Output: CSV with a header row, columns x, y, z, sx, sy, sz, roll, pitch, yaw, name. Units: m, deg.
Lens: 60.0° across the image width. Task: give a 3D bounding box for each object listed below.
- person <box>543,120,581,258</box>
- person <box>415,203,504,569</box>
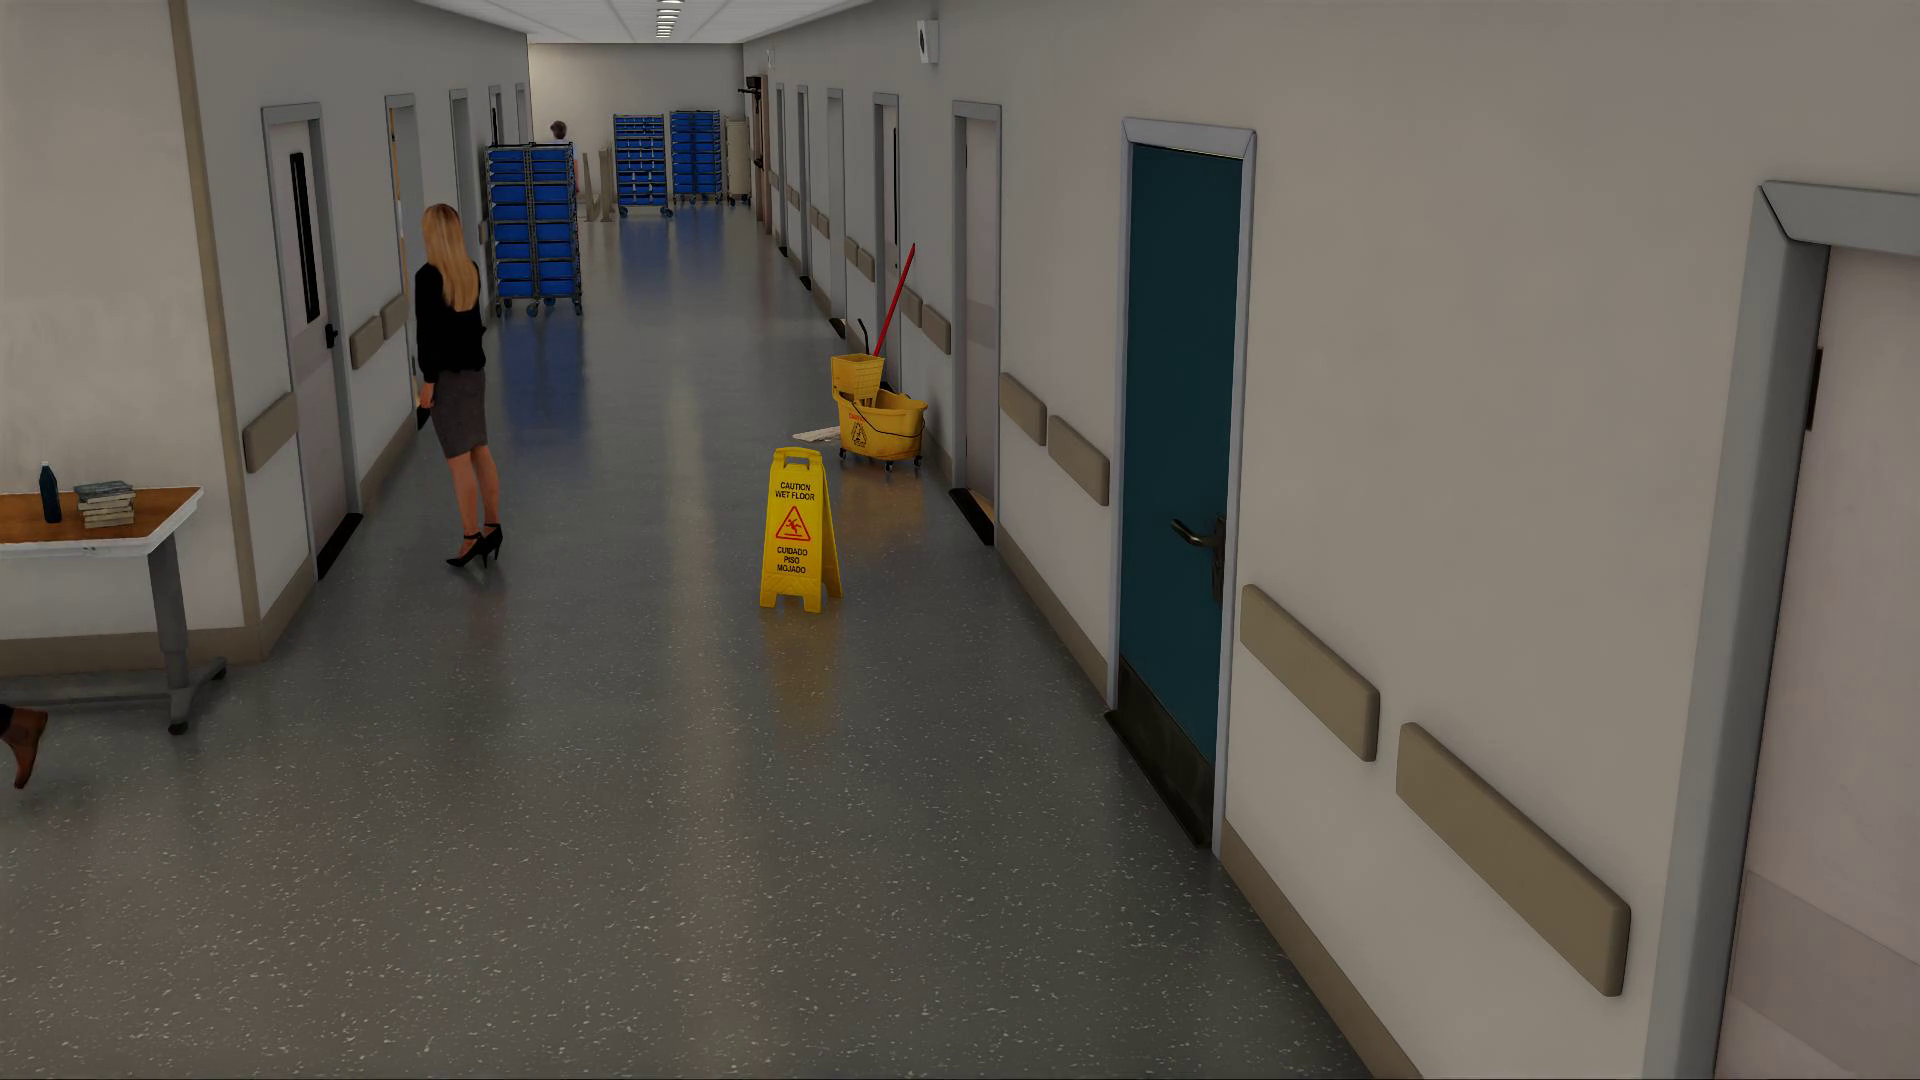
x,y,z,sx,sy,sz,roll,pitch,yaw,name
-5.444,-4.809,22.766,0.716,1.833,0.681,-9,18,-28,person
-2.544,-0.770,8.425,0.758,1.842,0.638,5,16,17,person
